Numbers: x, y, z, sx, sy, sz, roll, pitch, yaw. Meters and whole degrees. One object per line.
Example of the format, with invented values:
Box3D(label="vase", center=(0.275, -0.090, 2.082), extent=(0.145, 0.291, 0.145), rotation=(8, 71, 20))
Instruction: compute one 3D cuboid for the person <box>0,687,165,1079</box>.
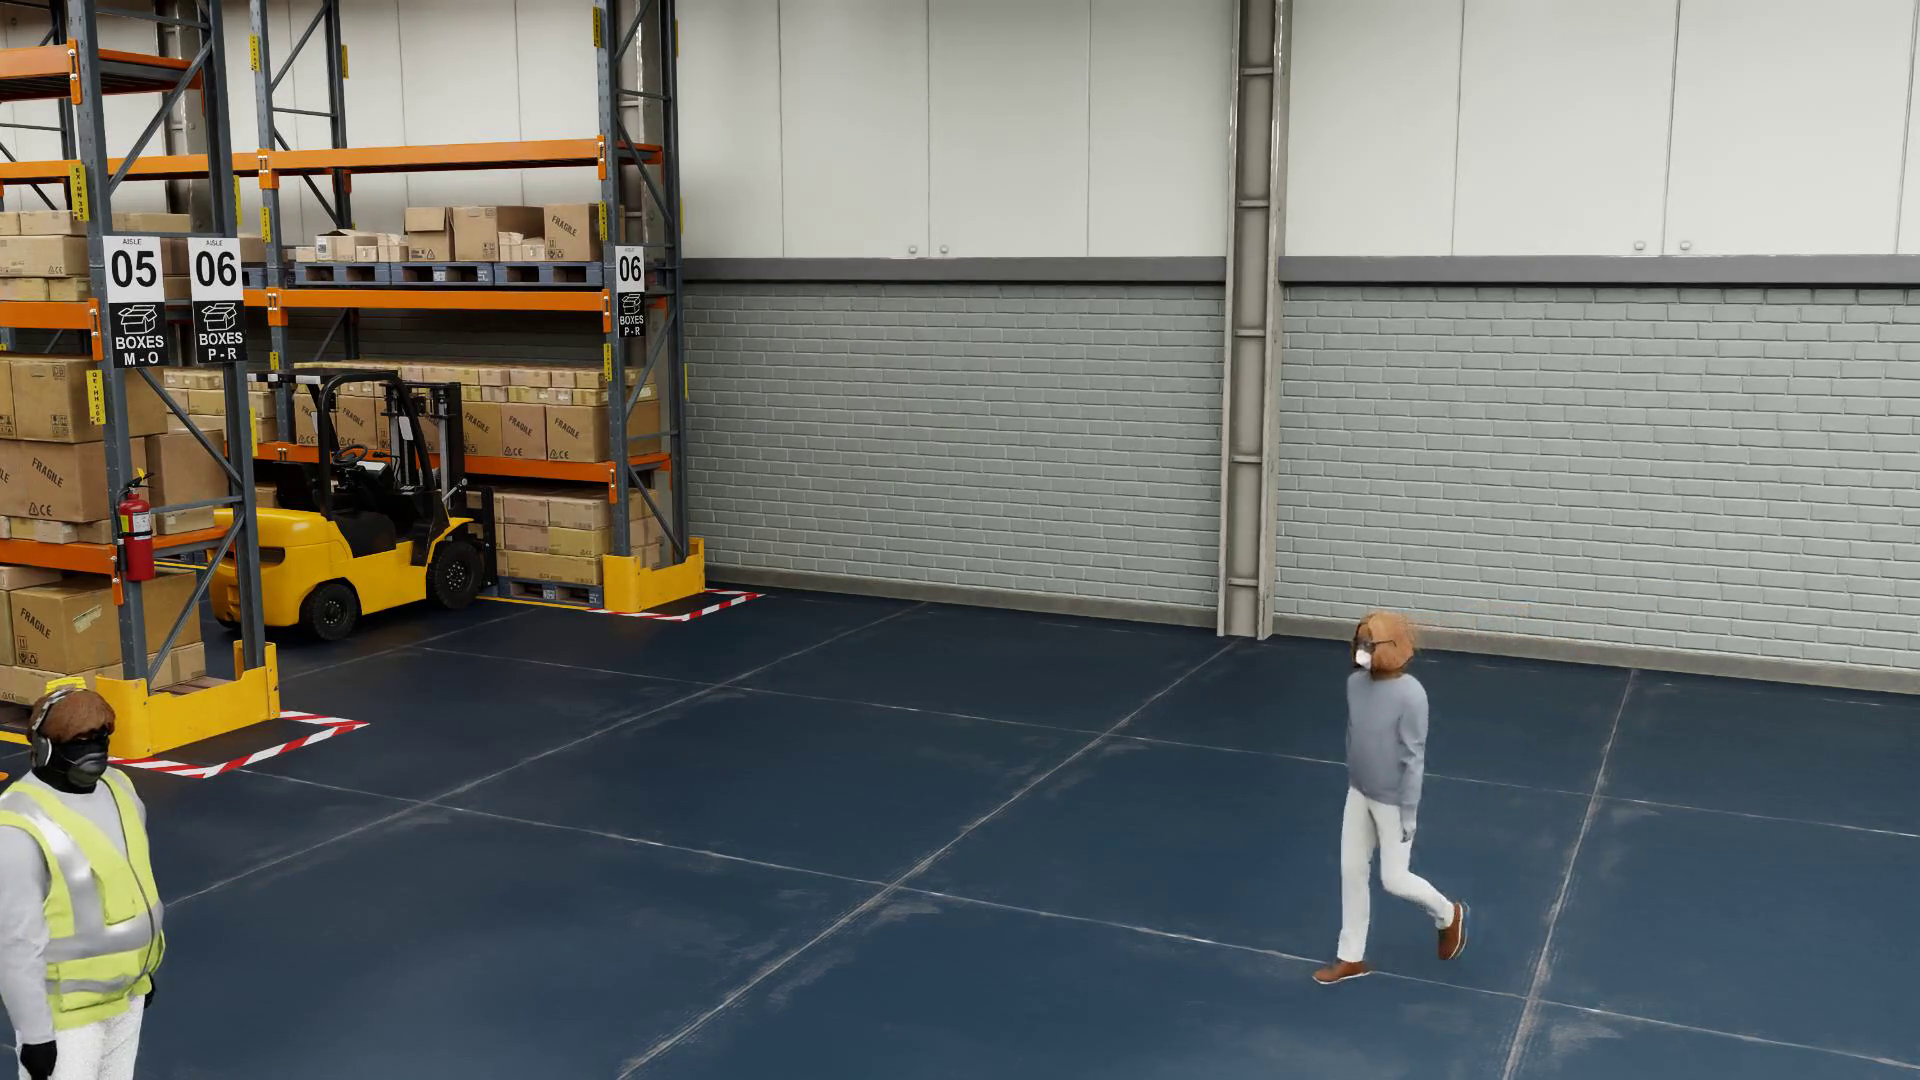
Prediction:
Box3D(label="person", center=(-2.560, 1.331, 4.884), extent=(0.430, 1.841, 0.624), rotation=(0, 9, 2))

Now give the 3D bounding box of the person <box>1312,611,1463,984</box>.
Box3D(label="person", center=(1.835, 1.086, 7.058), extent=(0.628, 1.614, 0.508), rotation=(-5, 10, -26))
